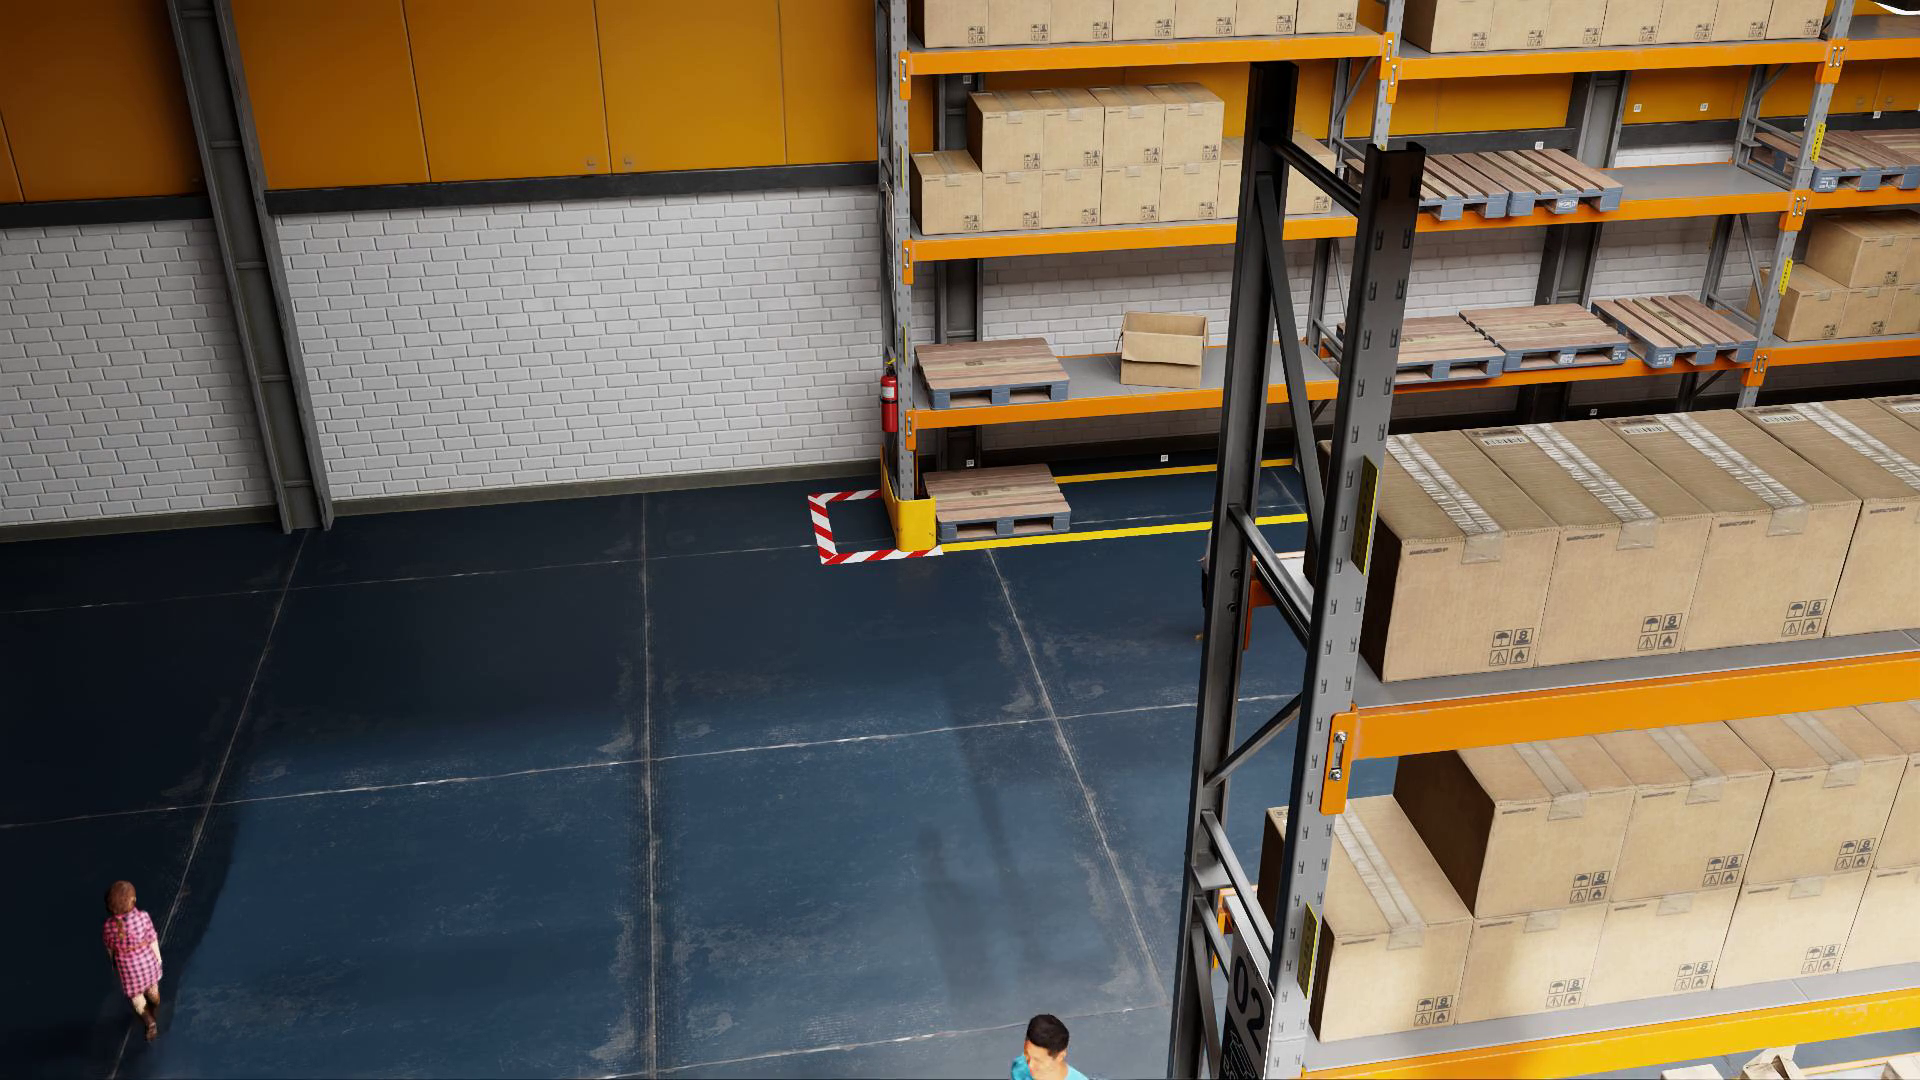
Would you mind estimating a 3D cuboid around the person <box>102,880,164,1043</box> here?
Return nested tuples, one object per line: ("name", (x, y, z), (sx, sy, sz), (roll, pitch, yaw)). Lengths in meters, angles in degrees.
("person", (-4.688, 2.386, 9.437), (0.672, 1.010, 0.628), (-16, 33, -27))

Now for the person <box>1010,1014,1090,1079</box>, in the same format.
("person", (0.486, 2.856, 7.803), (1.015, 1.750, 1.093), (22, 35, 34))
